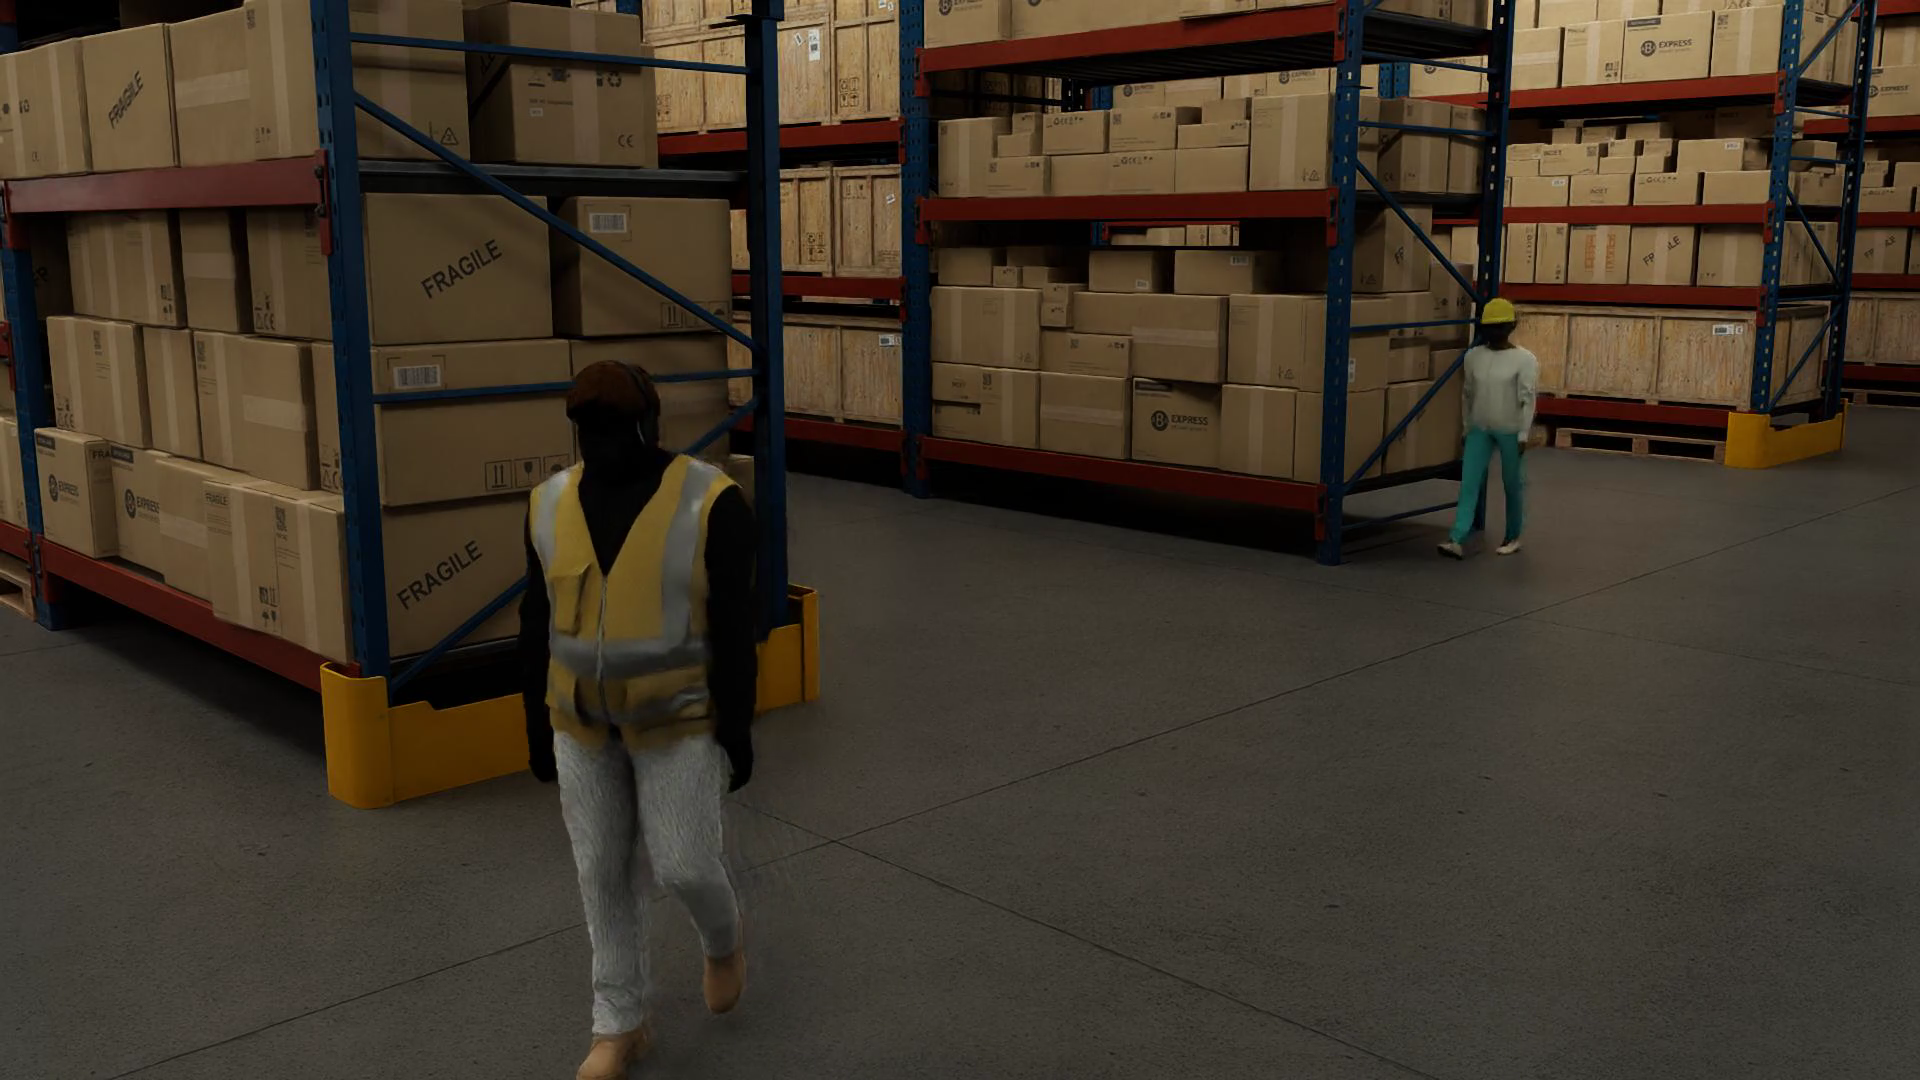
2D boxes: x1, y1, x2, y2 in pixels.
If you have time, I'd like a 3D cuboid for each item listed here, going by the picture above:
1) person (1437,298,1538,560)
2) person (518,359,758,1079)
[{"bbox_3d":[3.489,-0.714,10.894,0.547,1.712,0.895,9,14,42],"label":"person"},{"bbox_3d":[-0.817,0.453,4.243,0.649,1.831,0.532,3,11,14],"label":"person"}]
